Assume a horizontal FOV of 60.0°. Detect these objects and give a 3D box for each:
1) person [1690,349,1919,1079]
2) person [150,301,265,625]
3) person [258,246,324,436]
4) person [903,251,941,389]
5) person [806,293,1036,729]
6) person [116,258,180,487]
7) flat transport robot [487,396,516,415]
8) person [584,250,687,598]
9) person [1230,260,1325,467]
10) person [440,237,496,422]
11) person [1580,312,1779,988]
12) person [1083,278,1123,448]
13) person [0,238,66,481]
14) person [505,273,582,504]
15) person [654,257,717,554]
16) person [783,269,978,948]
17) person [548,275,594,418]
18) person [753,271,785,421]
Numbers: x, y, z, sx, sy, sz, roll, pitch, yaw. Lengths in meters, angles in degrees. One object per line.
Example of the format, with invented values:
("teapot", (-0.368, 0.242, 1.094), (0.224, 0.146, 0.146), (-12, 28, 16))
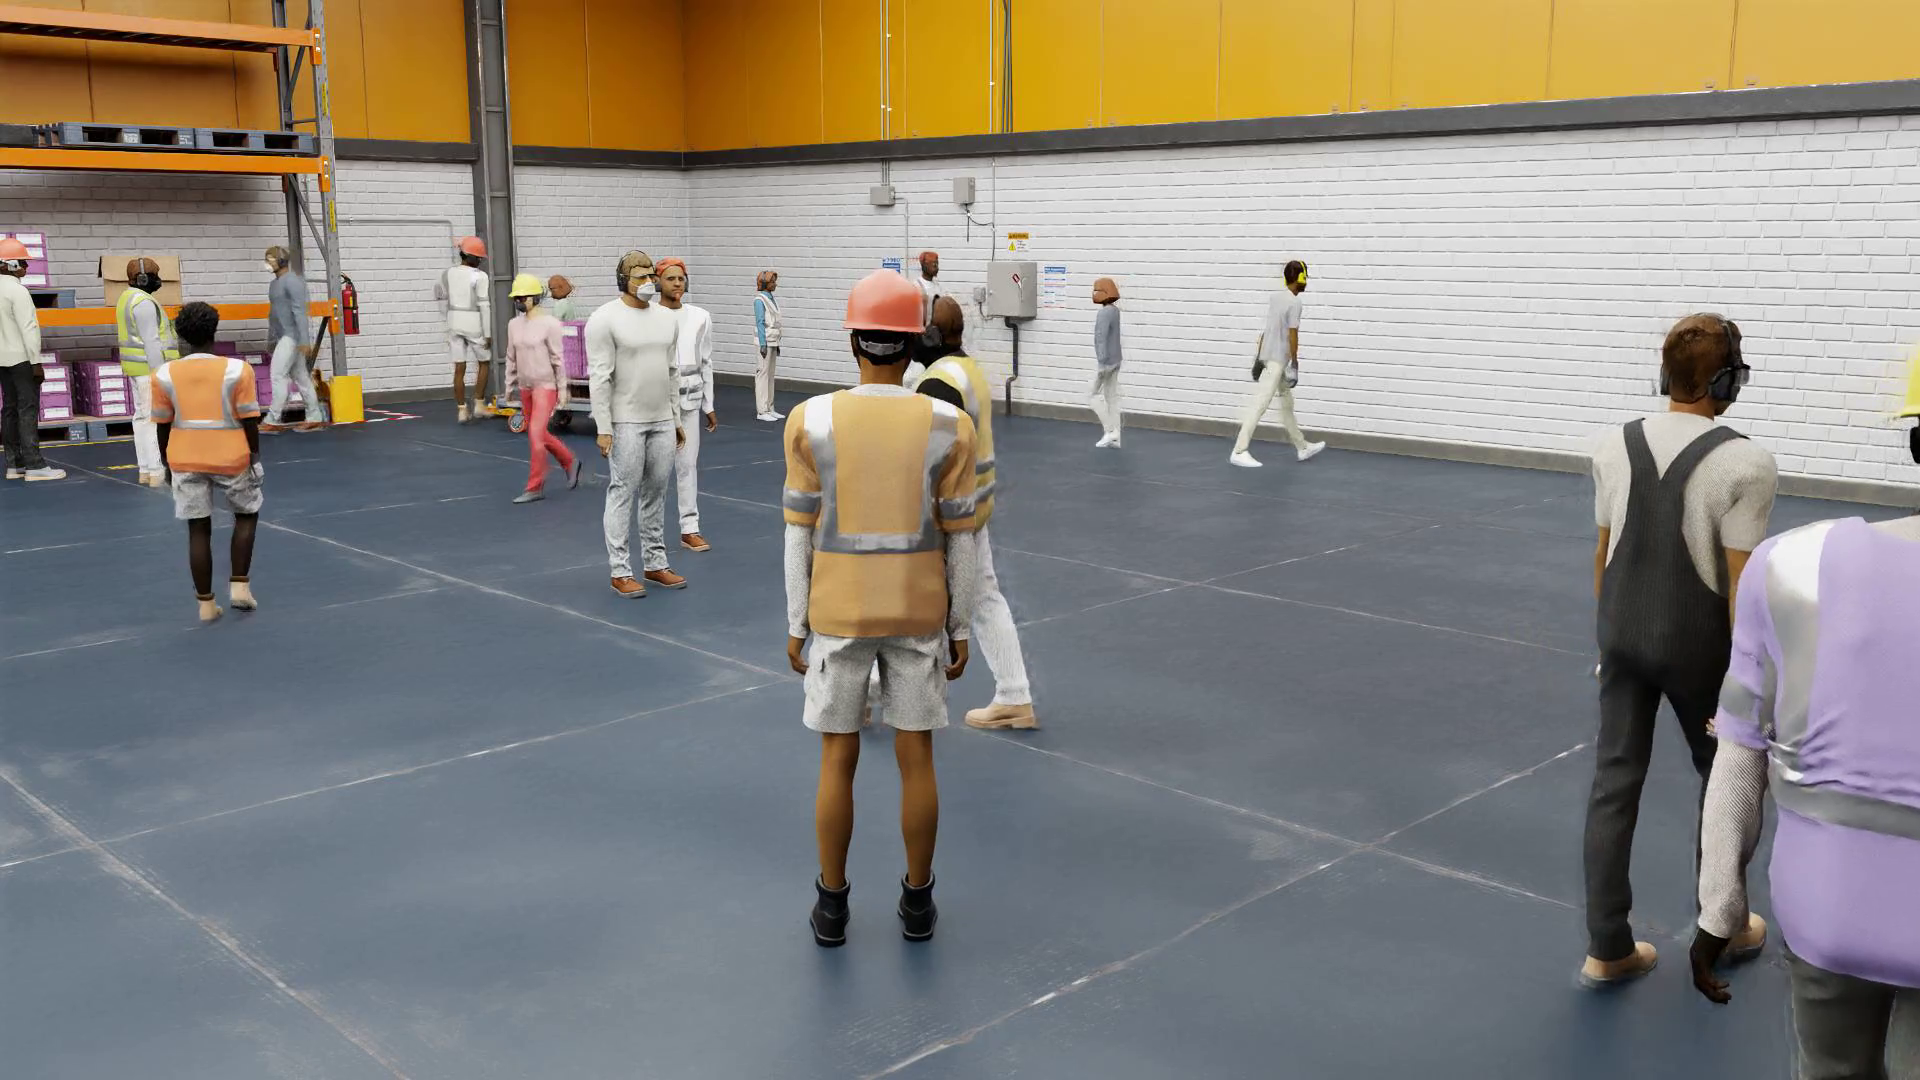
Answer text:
("person", (1.544, 0.596, 2.672), (0.619, 1.901, 0.649), (9, 14, 42))
("person", (-3.922, -0.404, 8.723), (0.551, 1.680, 0.458), (-2, 11, -10))
("person", (-6.937, -2.012, 16.865), (0.901, 1.905, 0.660), (-8, 13, -36))
("person", (-0.447, -2.256, 18.367), (0.745, 1.863, 0.569), (6, 12, 31))
("person", (-0.124, -0.101, 6.782), (0.972, 1.787, 0.653), (2, 11, 13))
("person", (-6.550, -1.355, 13.474), (0.429, 1.843, 0.633), (-8, 13, -39))
("flat transport robot", (-4.764, -1.590, 19.042), (0.652, 0.197, 1.431), (5, 12, 27))
("person", (-1.806, -0.655, 9.391), (0.362, 1.939, 0.635), (8, 13, 37))
("person", (2.854, -1.558, 14.709), (1.030, 1.792, 0.629), (-2, 11, -13))
("person", (-5.316, -2.285, 18.131), (0.602, 2.006, 0.631), (2, 11, 11))
("person", (1.985, 0.298, 4.536), (0.766, 1.821, 0.513), (-9, 14, -41))
("person", (1.382, -1.668, 15.788), (0.375, 1.618, 0.522), (4, 11, 21))
("person", (-7.782, -1.485, 13.764), (0.612, 1.995, 0.376), (7, 12, 33))
("person", (-3.203, -1.179, 12.814), (0.529, 1.740, 0.761), (7, 12, 32))
("person", (-1.831, -0.848, 10.594), (0.572, 1.885, 0.356), (-6, 12, -29))
("person", (-0.226, 0.206, 4.746), (0.544, 1.933, 0.378), (-1, 10, -4))
("person", (-4.317, -2.128, 18.361), (0.800, 1.599, 0.490), (-1, 10, -5))
("person", (-2.109, -2.125, 18.227), (0.307, 1.641, 0.513), (2, 11, 10))
